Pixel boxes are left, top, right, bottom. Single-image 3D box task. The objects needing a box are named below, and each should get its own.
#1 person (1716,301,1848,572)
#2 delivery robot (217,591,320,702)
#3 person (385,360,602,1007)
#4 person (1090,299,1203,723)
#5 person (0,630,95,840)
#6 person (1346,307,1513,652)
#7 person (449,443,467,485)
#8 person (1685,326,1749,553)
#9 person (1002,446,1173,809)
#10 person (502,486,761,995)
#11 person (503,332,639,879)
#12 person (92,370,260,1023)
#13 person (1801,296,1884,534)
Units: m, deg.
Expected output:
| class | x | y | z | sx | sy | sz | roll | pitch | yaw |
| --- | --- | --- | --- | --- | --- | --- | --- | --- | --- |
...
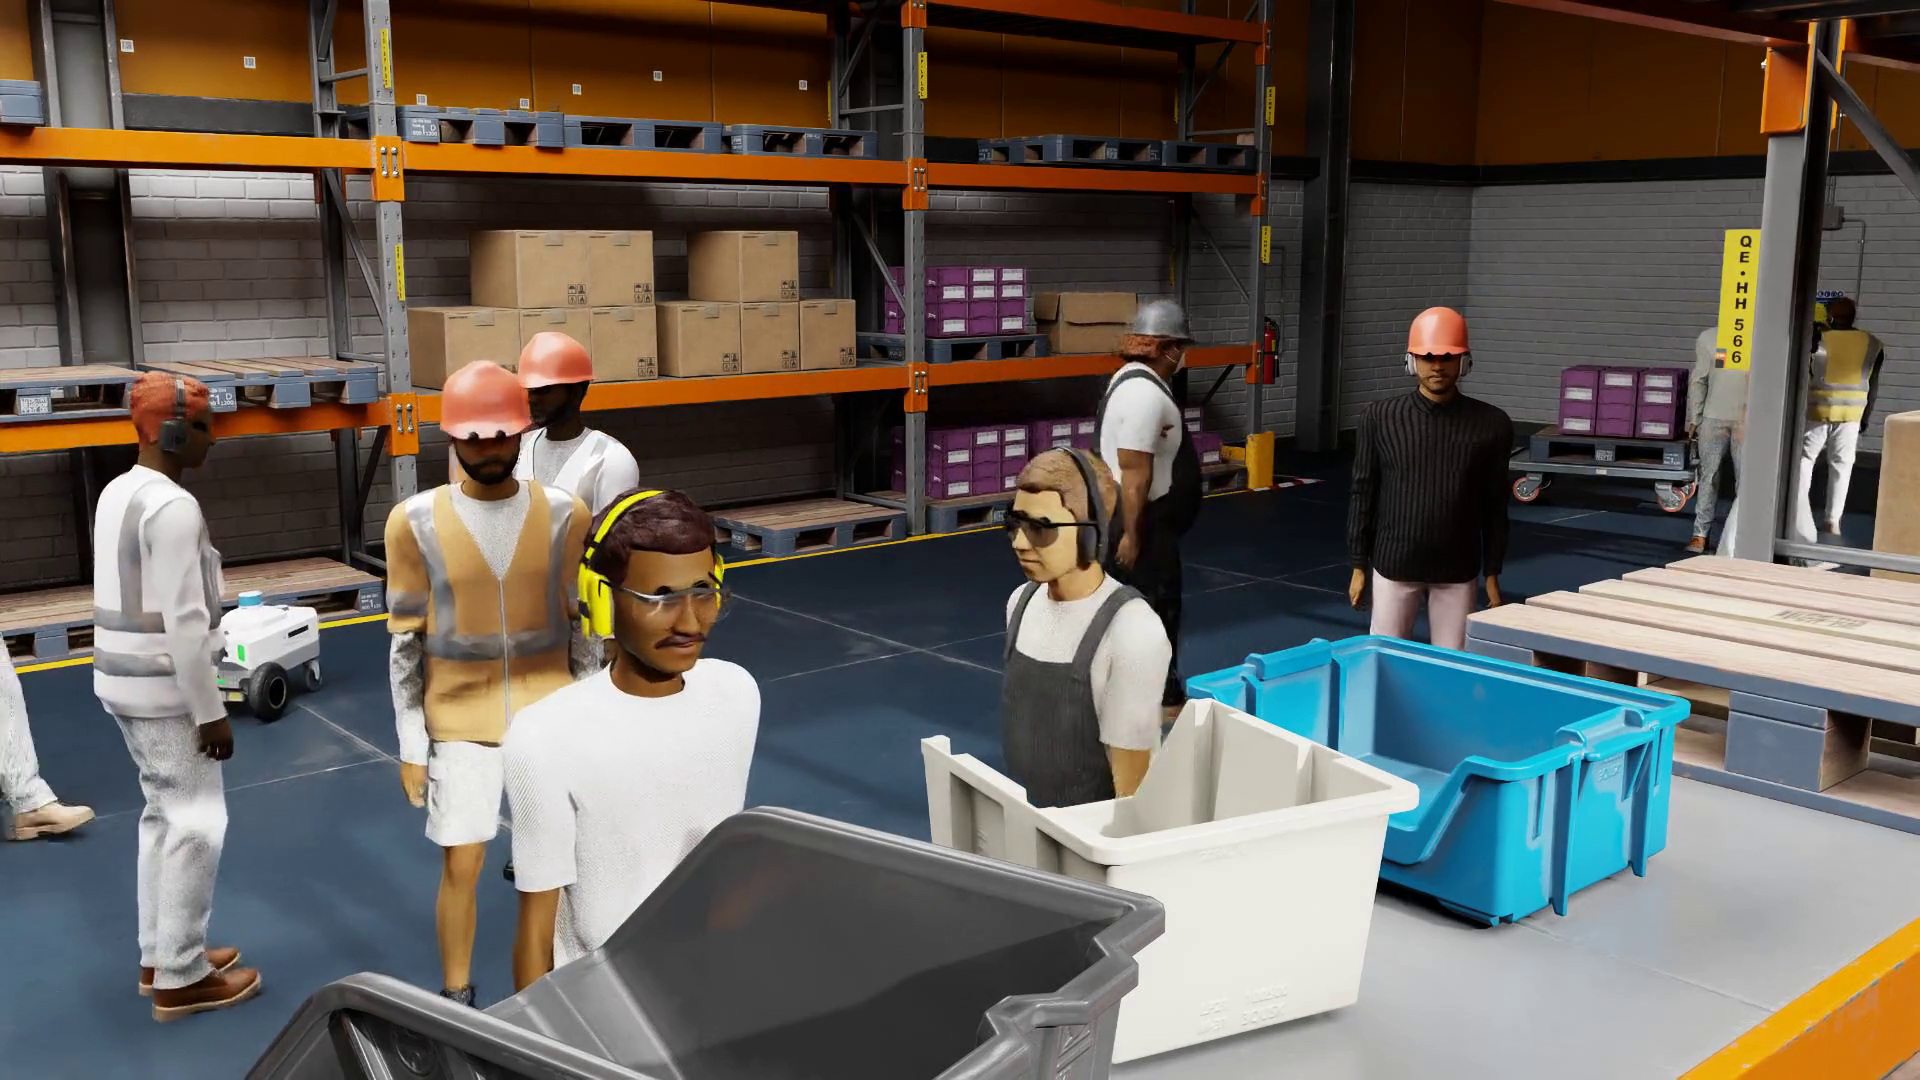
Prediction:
| class | x | y | z | sx | sy | sz | roll | pitch | yaw |
| --- | --- | --- | --- | --- | --- | --- | --- | --- | --- |
| person | 5.482 | -0.641 | 10.992 | 0.881 | 1.858 | 0.669 | 4 | 11 | 23 |
| delivery robot | -3.409 | 0.492 | 8.022 | 0.477 | 0.478 | 0.707 | 1 | 10 | 9 |
| person | -1.224 | 0.488 | 4.468 | 0.559 | 1.934 | 0.382 | -4 | 11 | -23 |
| person | 0.716 | -0.153 | 7.749 | 0.845 | 2.000 | 0.713 | -1 | 10 | -7 |
| person | -3.630 | 0.266 | 6.054 | 0.872 | 1.801 | 0.662 | 0 | 10 | 3 |
| person | 1.811 | 0.100 | 6.460 | 0.612 | 1.995 | 0.377 | 2 | 10 | 9 |
| person | -2.101 | 0.059 | 7.763 | 0.526 | 1.618 | 0.674 | 7 | 12 | 34 |
| person | 5.552 | -0.849 | 11.934 | 0.627 | 1.940 | 0.372 | 7 | 12 | 34 |
| person | 0.225 | 0.714 | 3.507 | 0.513 | 1.828 | 0.527 | -8 | 13 | -38 |
| person | -0.491 | 0.834 | 2.715 | 0.309 | 1.864 | 0.535 | 8 | 13 | 38 |
| person | -1.366 | 0.252 | 5.765 | 0.544 | 1.939 | 0.354 | 5 | 11 | 25 |
| person | -2.302 | 0.449 | 4.839 | 0.386 | 1.874 | 0.595 | -9 | 13 | -41 |
| person | 6.693 | -0.944 | 12.775 | 0.643 | 1.840 | 0.449 | 2 | 10 | 10 |
